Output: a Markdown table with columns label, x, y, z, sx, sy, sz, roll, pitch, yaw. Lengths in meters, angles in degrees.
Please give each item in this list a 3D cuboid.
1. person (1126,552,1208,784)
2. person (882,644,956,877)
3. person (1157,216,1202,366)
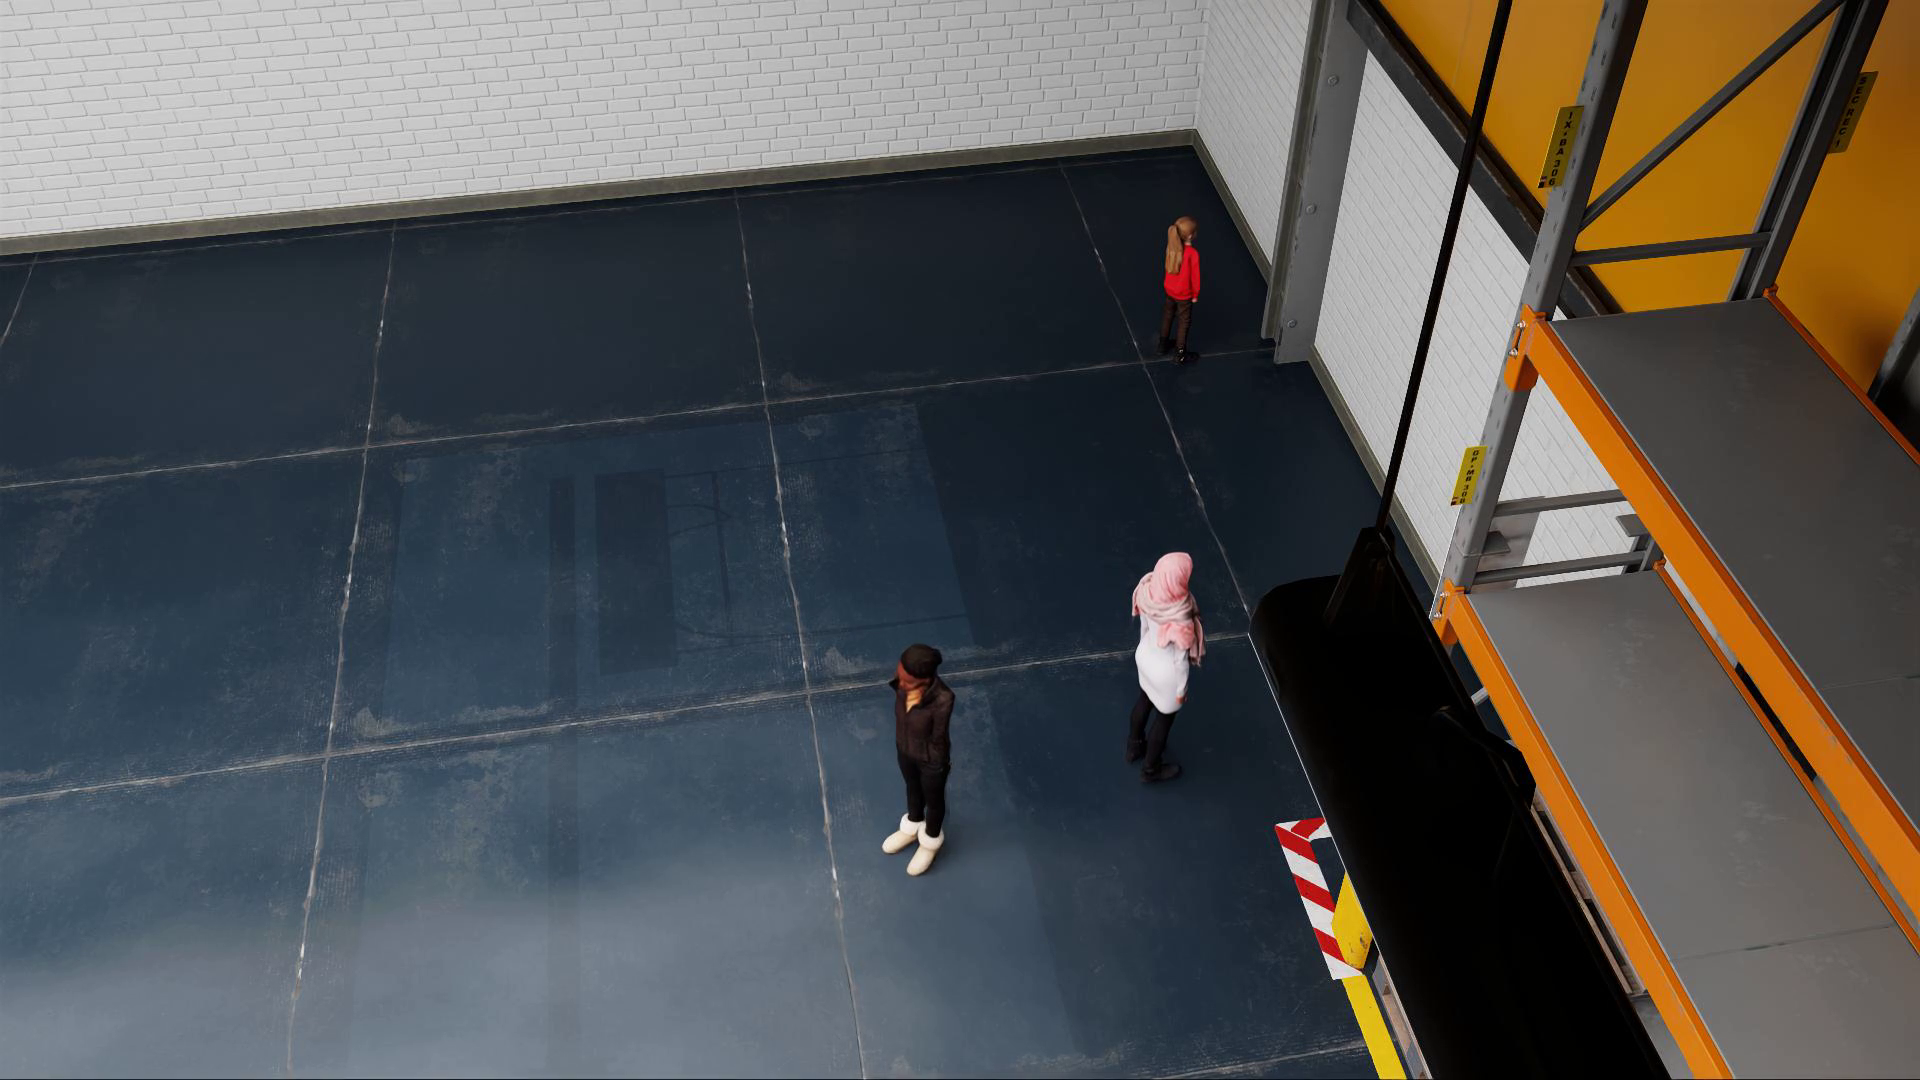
| label | x | y | z | sx | sy | sz | roll | pitch | yaw |
| --- | --- | --- | --- | --- | --- | --- | --- | --- | --- |
| person | 1.165 | 0.739 | 9.654 | 0.755 | 1.801 | 0.639 | -22 | 48 | -21 |
| person | -0.199 | 1.167 | 9.304 | 0.713 | 1.664 | 0.771 | 19 | 47 | 19 |
| person | 1.703 | -1.942 | 12.846 | 0.640 | 1.281 | 0.557 | -29 | 51 | -27 |
